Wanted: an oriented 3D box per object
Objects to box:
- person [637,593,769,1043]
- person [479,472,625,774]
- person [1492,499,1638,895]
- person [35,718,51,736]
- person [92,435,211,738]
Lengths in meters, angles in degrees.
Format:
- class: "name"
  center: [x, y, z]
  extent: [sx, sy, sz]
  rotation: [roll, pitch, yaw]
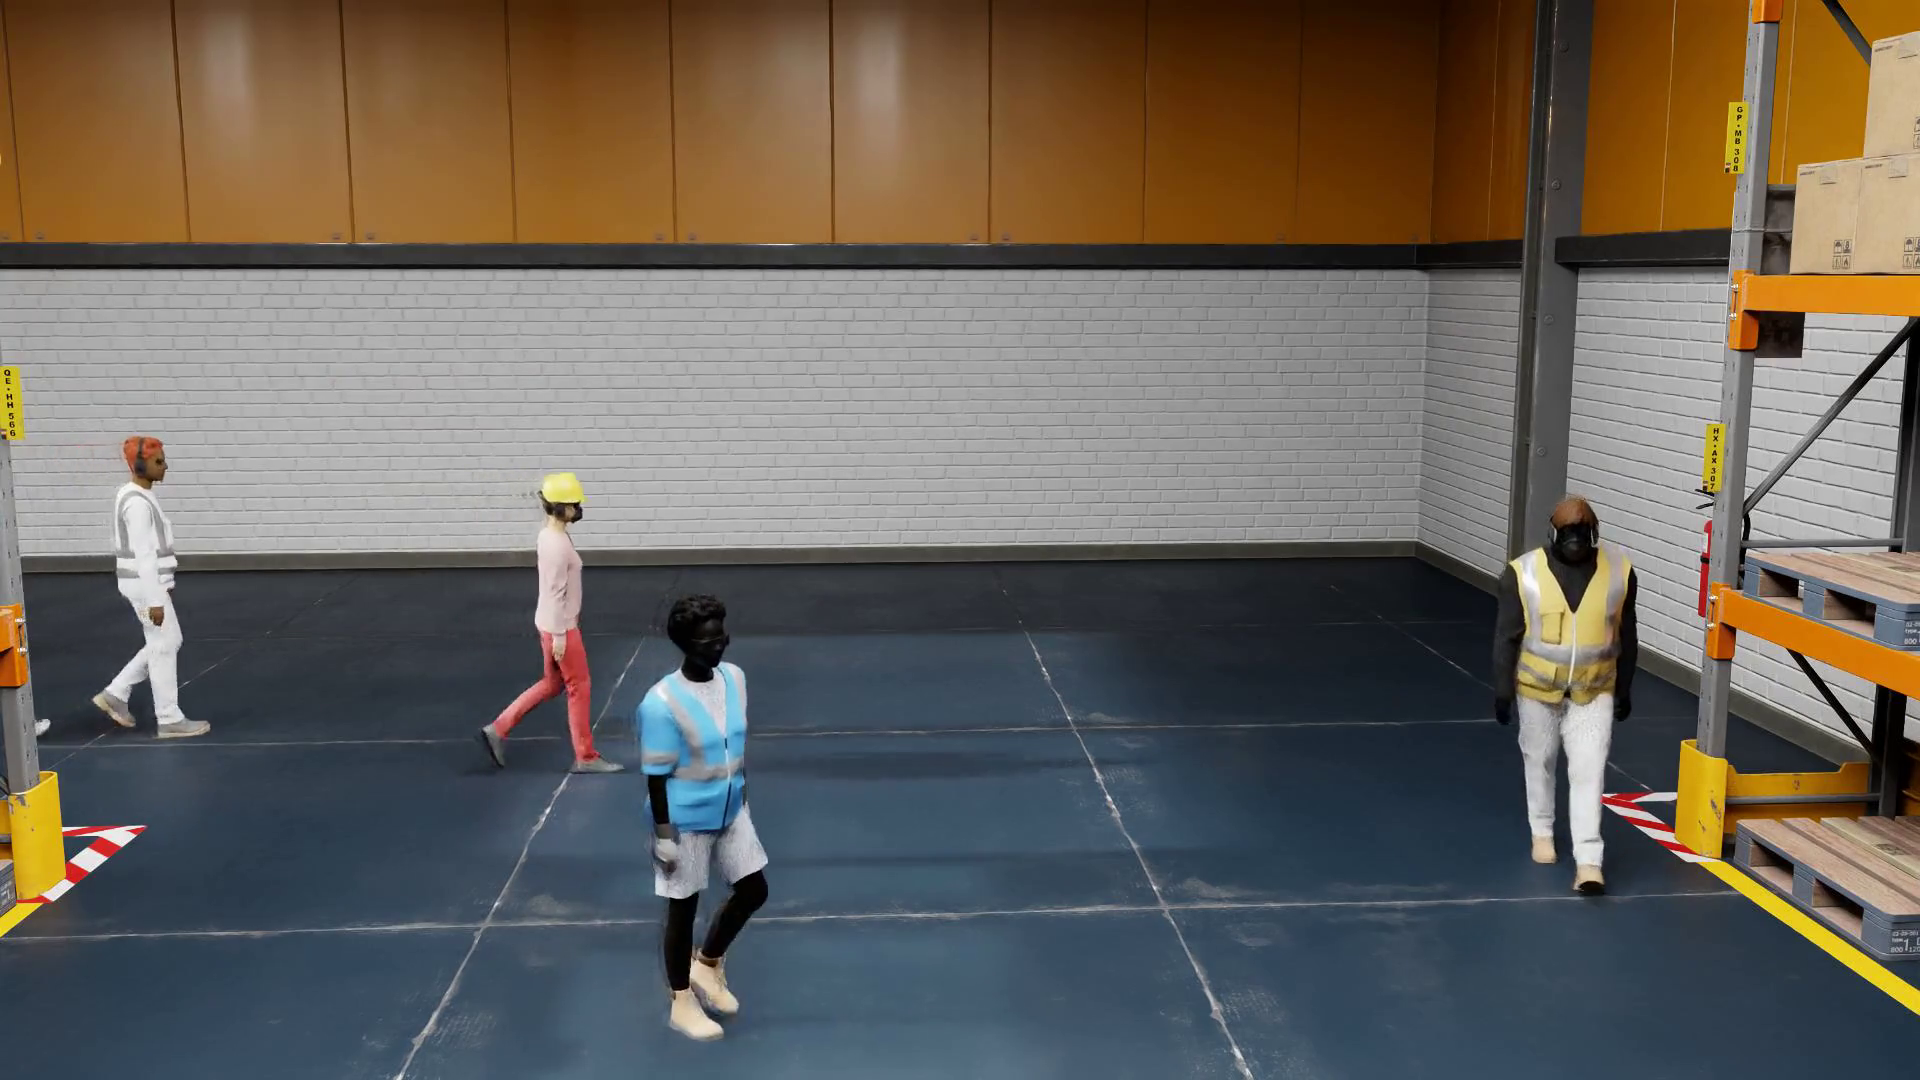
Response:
- class: "person"
  center: [-0.948, 1.024, 6.123]
  extent: [0.373, 1.681, 0.553]
  rotation: [6, 11, 35]
- class: "person"
  center: [-2.327, 0.483, 9.365]
  extent: [0.724, 1.750, 0.527]
  rotation: [-3, 10, -18]
- class: "person"
  center: [2.806, 0.715, 7.720]
  extent: [0.658, 1.795, 0.931]
  rotation: [2, 9, 14]
- class: "person"
  center: [-5.856, 0.487, 9.837]
  extent: [0.530, 1.578, 0.863]
  rotation: [2, 9, 12]
- class: "person"
  center: [-4.945, 0.298, 10.094]
  extent: [0.544, 1.875, 0.606]
  rotation: [-4, 10, -26]
